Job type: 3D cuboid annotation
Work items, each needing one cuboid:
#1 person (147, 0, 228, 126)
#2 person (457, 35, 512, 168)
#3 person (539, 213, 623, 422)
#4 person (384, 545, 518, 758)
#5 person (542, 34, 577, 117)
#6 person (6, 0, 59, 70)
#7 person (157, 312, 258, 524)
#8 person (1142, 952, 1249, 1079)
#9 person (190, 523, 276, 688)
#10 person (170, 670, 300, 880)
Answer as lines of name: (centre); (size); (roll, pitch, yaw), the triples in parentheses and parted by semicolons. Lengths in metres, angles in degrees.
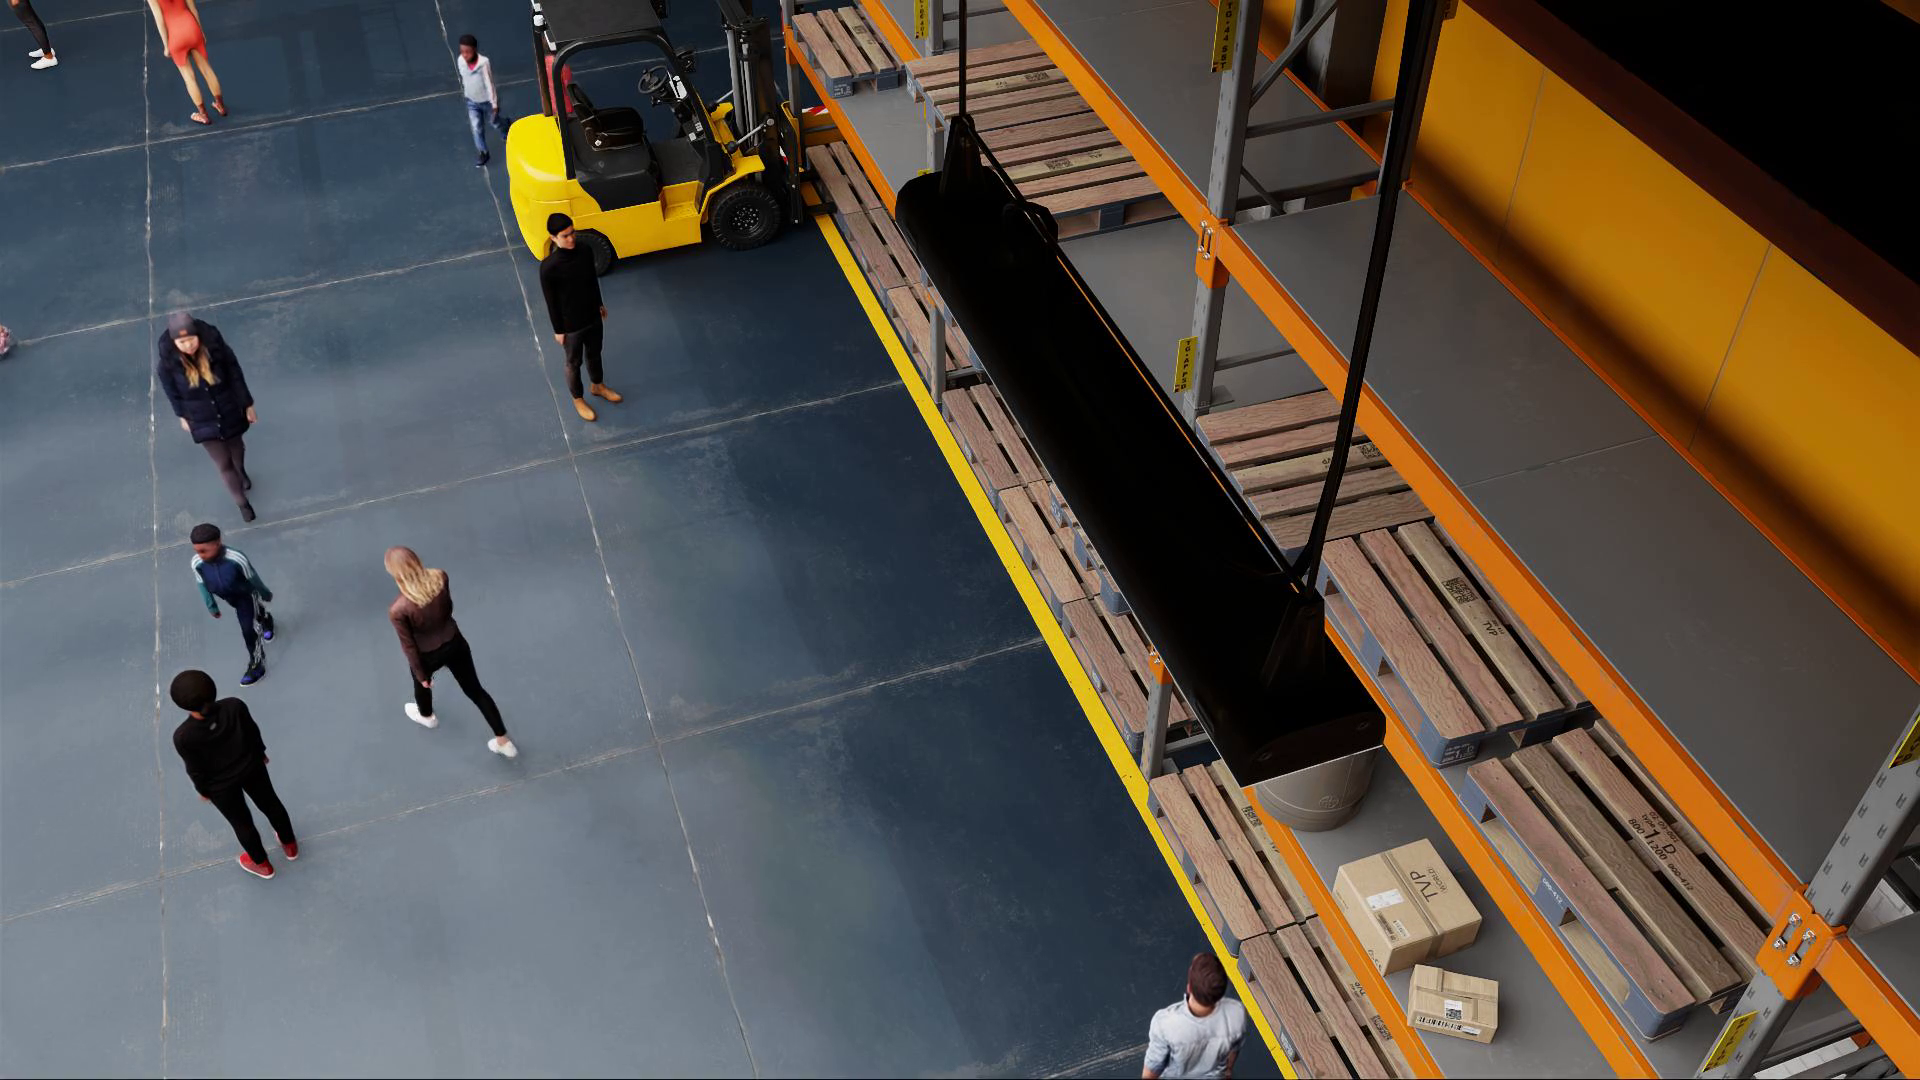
person: (-7.369, -4.771, 15.780); (0.686, 1.718, 0.672); (31, 51, 28)
person: (-4.430, -4.147, 15.475); (0.752, 1.235, 0.920); (7, 44, 8)
person: (-2.893, -1.714, 12.568); (0.732, 1.723, 0.727); (28, 50, 26)
person: (-3.088, 0.707, 10.069); (1.194, 1.663, 1.005); (27, 50, 25)
person: (-3.668, -3.919, 15.132); (0.960, 1.378, 0.871); (32, 52, 29)
person: (-9.464, -5.543, 16.643); (0.639, 1.646, 0.472); (-17, 46, -17)
person: (-5.315, -0.963, 11.840); (0.808, 1.639, 1.070); (-23, 48, -22)
person: (1.098, 2.572, 7.979); (0.679, 1.846, 0.575); (-8, 44, -9)
person: (-4.678, 0.294, 10.818); (0.742, 1.228, 0.978); (-2, 44, -2)
person: (-4.113, 1.316, 9.422); (0.694, 1.675, 0.681); (32, 52, 29)
